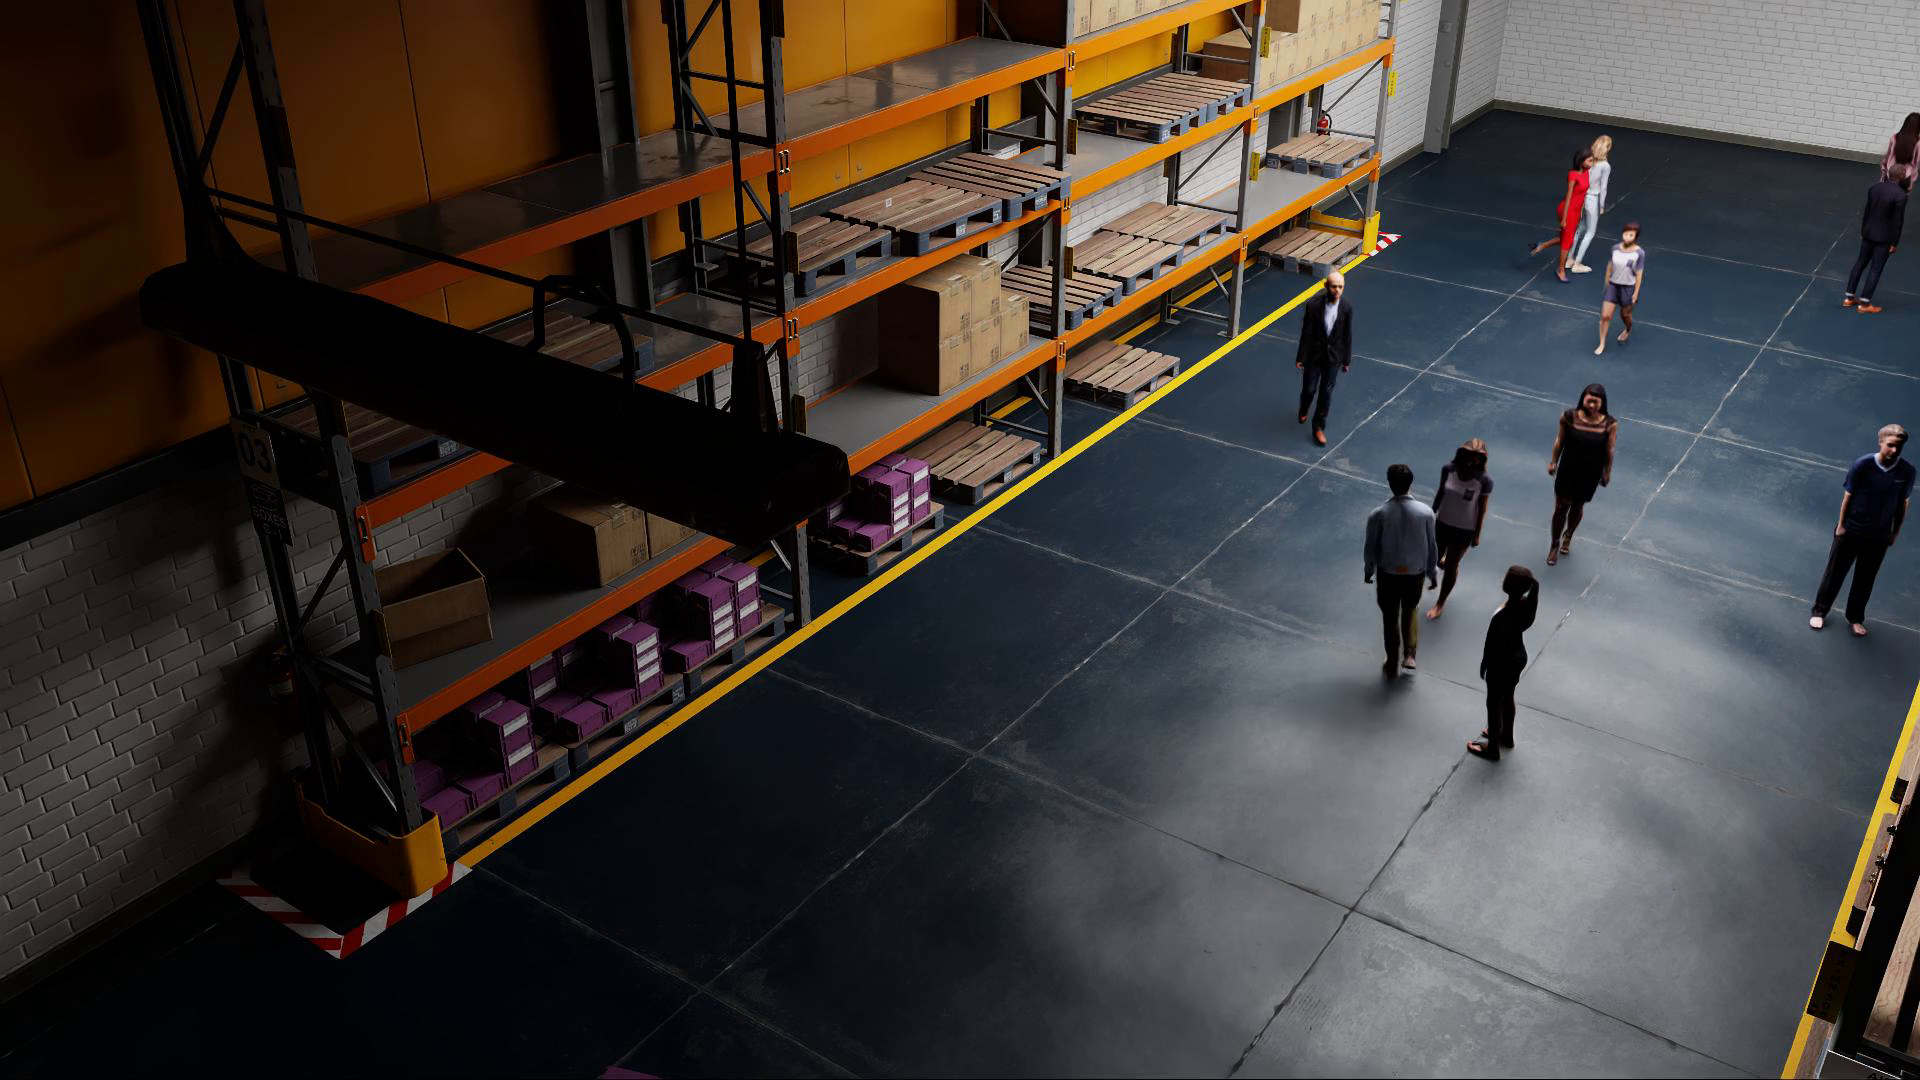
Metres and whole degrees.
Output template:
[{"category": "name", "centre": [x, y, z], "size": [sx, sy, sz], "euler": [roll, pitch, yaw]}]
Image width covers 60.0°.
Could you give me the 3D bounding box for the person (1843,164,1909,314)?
[{"category": "person", "centre": [11.177, -3.688, 20.259], "size": [0.818, 1.818, 0.787], "euler": [-8, 30, -14]}]

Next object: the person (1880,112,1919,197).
[{"category": "person", "centre": [12.558, -4.795, 22.318], "size": [0.697, 1.791, 0.725], "euler": [24, 37, 37]}]

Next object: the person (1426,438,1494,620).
[{"category": "person", "centre": [4.184, -0.144, 13.885], "size": [0.824, 1.700, 0.711], "euler": [-23, 36, -36]}]

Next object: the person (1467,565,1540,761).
[{"category": "person", "centre": [4.003, 0.878, 12.166], "size": [0.619, 1.552, 0.511], "euler": [23, 36, 36]}]

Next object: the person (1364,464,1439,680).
[{"category": "person", "centre": [3.431, 0.310, 12.960], "size": [0.885, 1.790, 0.901], "euler": [4, 29, 7]}]

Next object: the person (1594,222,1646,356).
[{"category": "person", "centre": [7.640, -2.924, 19.144], "size": [0.586, 1.545, 0.871], "euler": [23, 36, 35]}]

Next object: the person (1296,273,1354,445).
[{"category": "person", "centre": [3.702, -1.911, 17.031], "size": [0.947, 1.790, 1.027], "euler": [1, 29, 2]}]

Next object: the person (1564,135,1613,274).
[{"category": "person", "centre": [8.115, -4.318, 21.455], "size": [0.736, 1.779, 0.727], "euler": [-13, 31, -22]}]

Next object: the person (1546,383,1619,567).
[{"category": "person", "centre": [5.501, -0.632, 14.782], "size": [0.783, 1.698, 0.839], "euler": [9, 30, 16]}]

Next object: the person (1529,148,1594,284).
[{"category": "person", "centre": [7.705, -4.158, 21.218], "size": [0.720, 1.726, 0.857], "euler": [24, 37, 37]}]

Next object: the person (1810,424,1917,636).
[{"category": "person", "centre": [7.410, -0.101, 13.628], "size": [0.705, 1.871, 0.627], "euler": [10, 30, 17]}]
